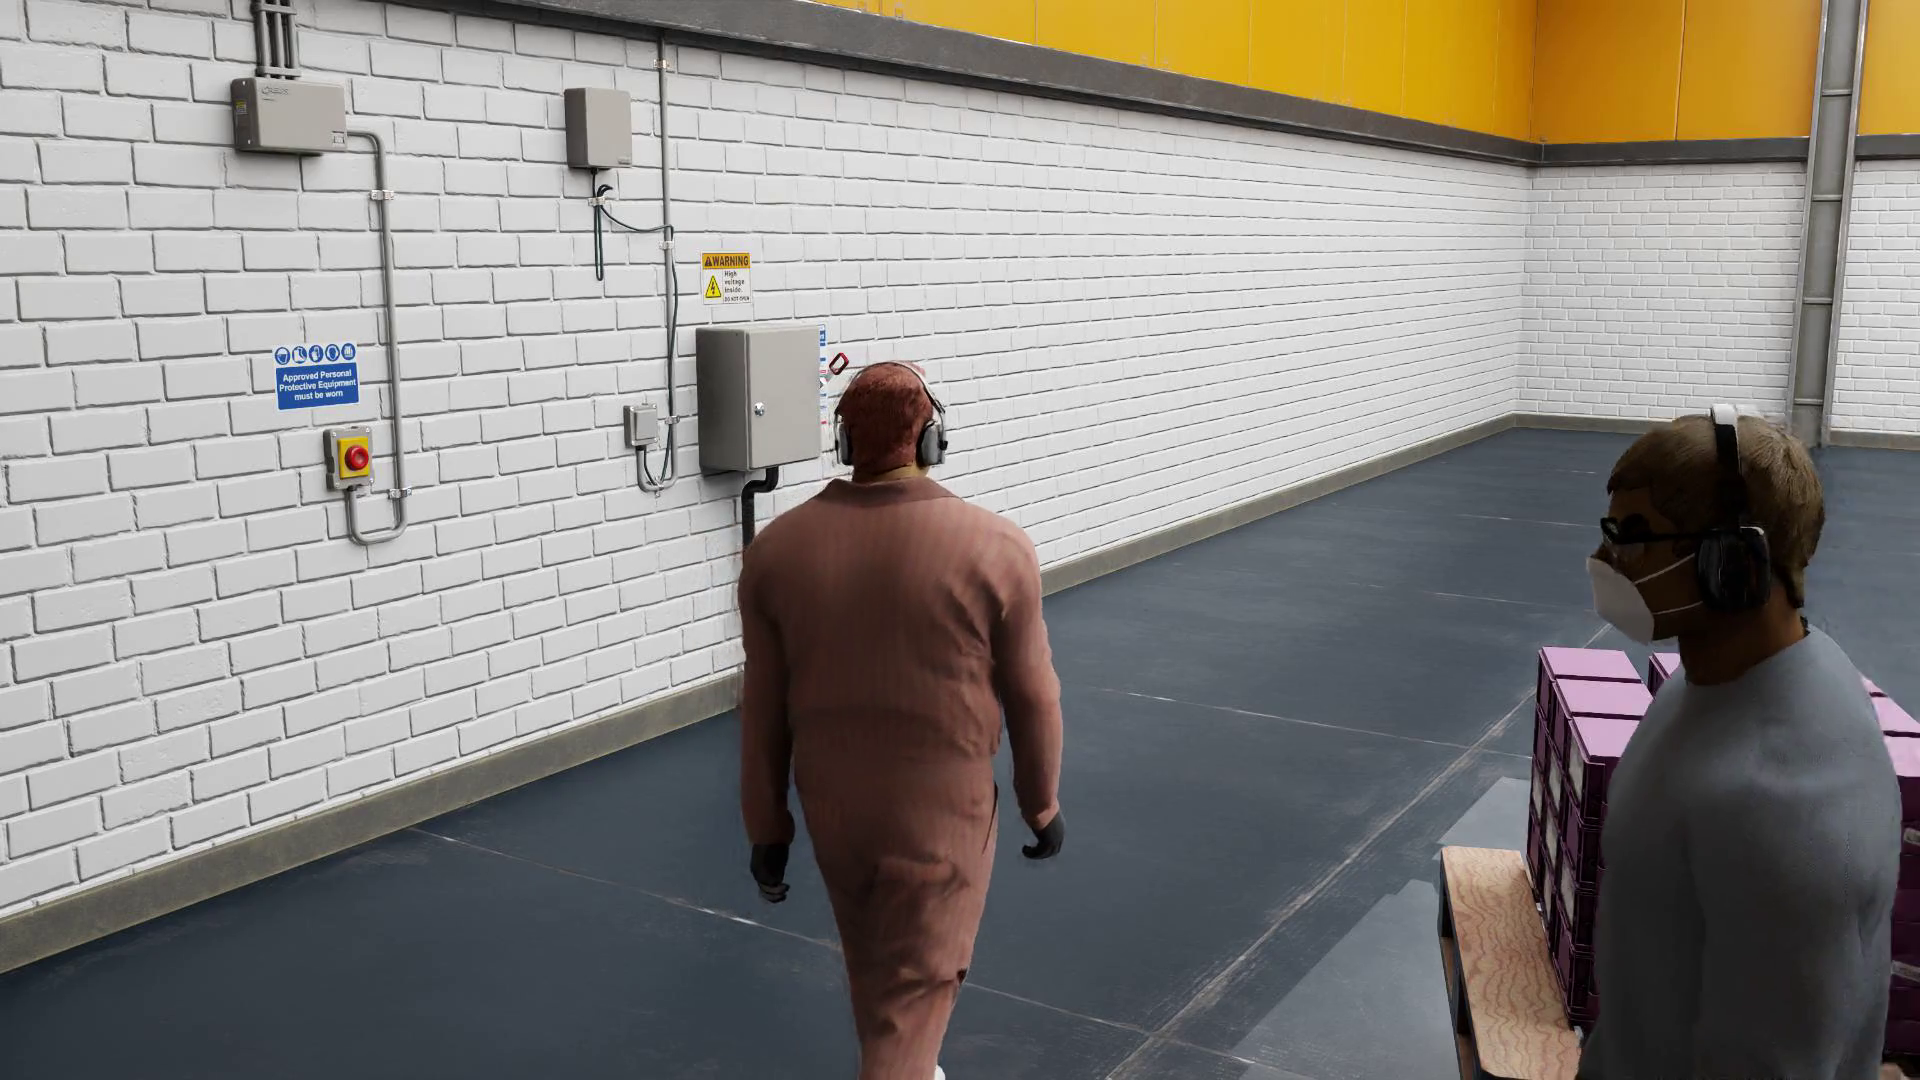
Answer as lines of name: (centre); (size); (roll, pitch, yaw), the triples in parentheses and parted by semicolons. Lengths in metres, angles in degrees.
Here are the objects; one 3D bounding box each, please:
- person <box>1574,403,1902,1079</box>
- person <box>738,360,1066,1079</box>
person: (0.944, 0.788, 2.044); (0.714, 1.918, 0.641); (5, 11, 24)
person: (-0.137, 0.562, 3.477); (0.644, 1.865, 0.977); (4, 11, 21)
